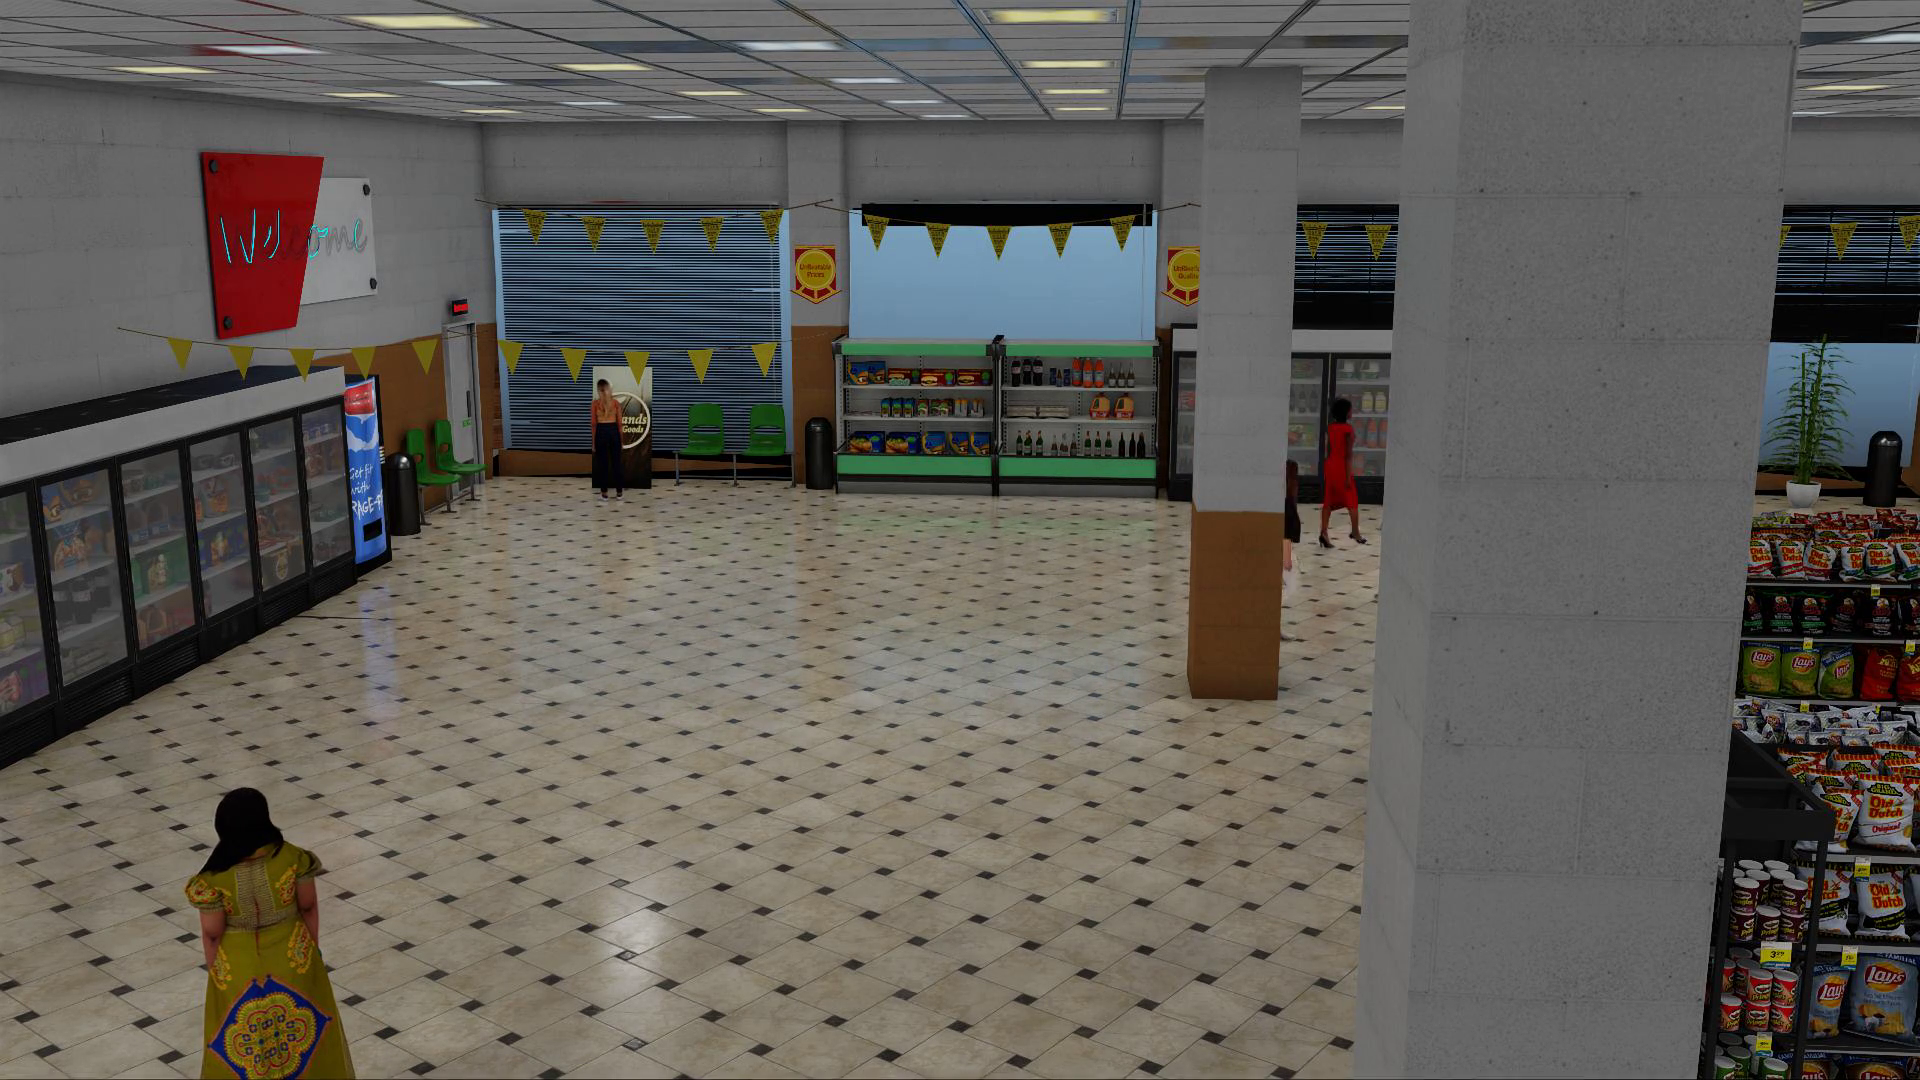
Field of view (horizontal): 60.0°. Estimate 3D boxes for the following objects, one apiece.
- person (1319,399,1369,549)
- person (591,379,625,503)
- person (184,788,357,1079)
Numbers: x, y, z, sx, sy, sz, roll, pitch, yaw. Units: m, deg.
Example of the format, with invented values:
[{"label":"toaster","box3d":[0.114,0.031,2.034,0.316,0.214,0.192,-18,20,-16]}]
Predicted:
[{"label":"person","box3d":[4.280,-0.737,19.108,0.993,1.720,0.871,-6,13,-27]},{"label":"person","box3d":[-4.695,-1.331,22.153,0.579,1.627,0.704,-5,13,-21]},{"label":"person","box3d":[-2.944,1.836,7.038,0.978,1.660,1.062,-8,14,-33]}]
